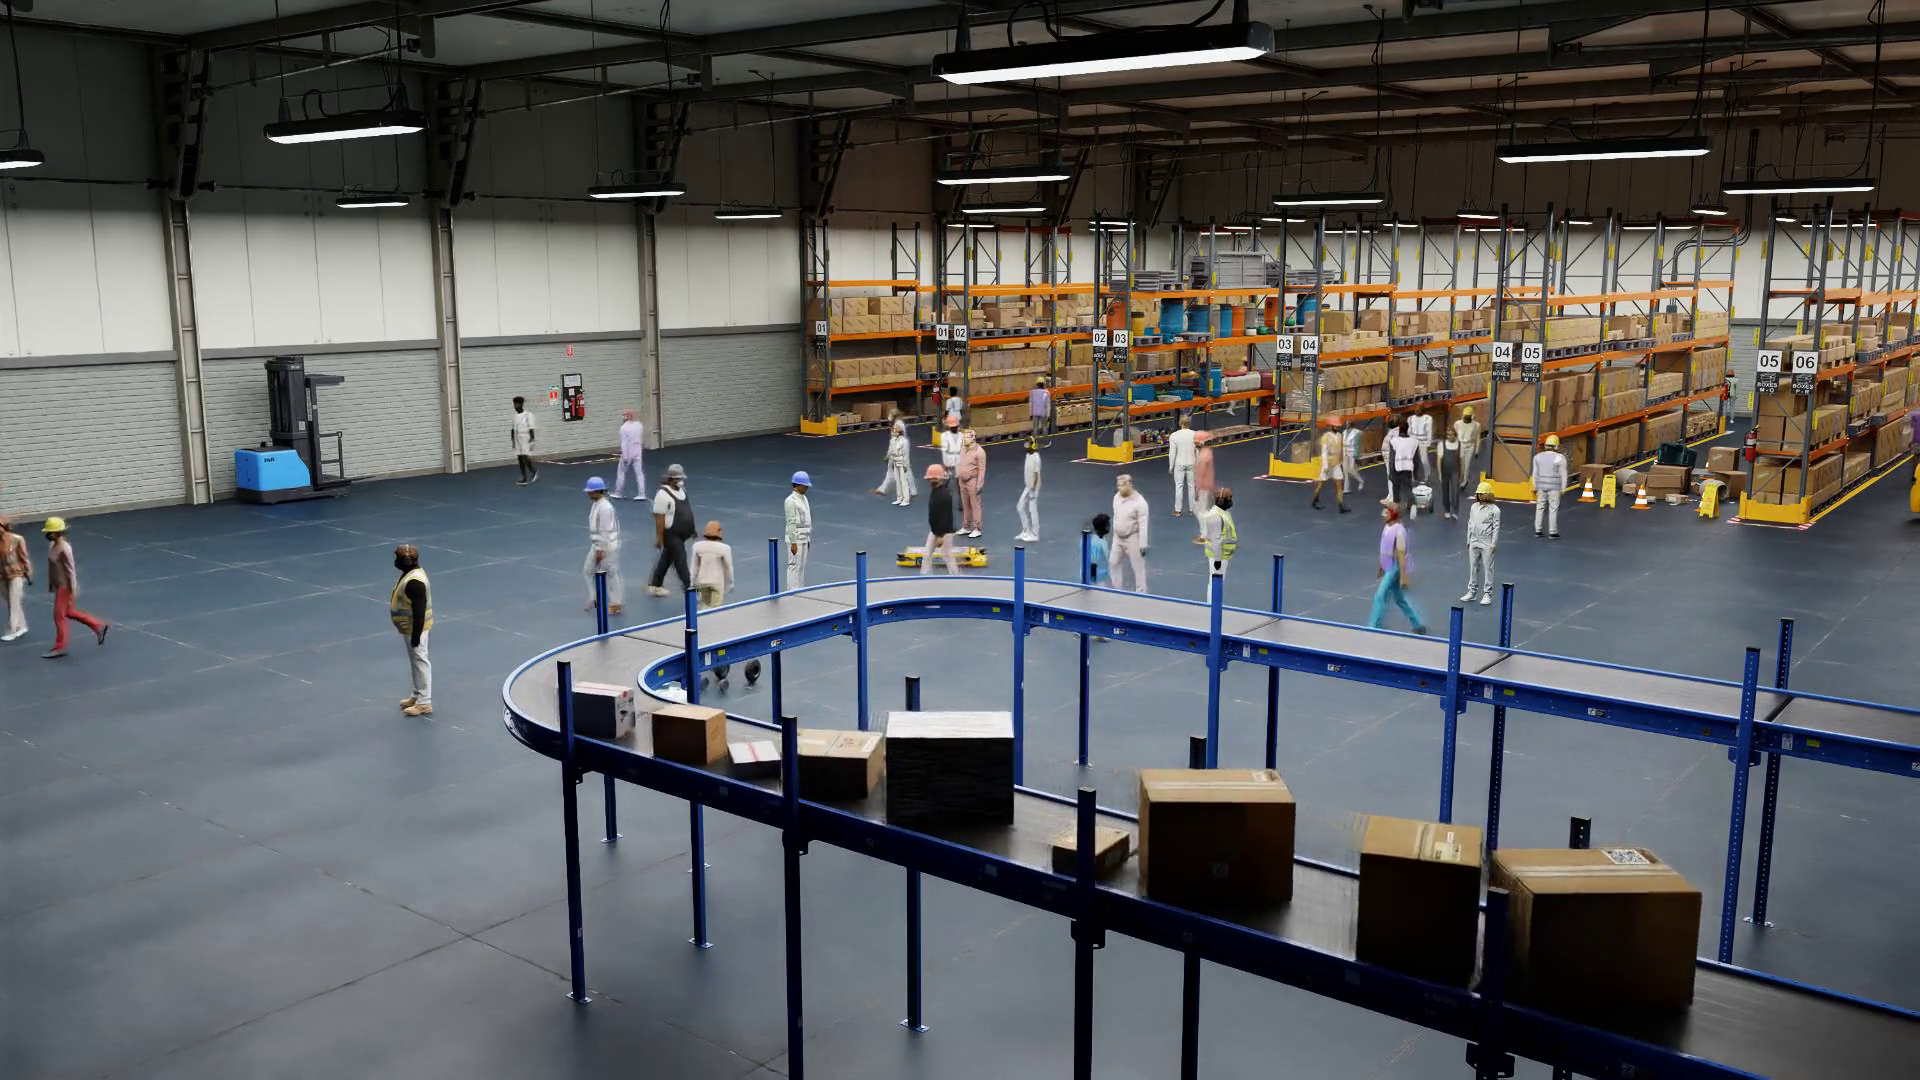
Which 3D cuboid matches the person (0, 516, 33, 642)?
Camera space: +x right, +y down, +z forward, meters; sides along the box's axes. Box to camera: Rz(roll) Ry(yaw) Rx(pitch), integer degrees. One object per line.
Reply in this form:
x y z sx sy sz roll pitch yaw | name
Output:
-12.275 0.503 20.086 0.540 1.601 0.790 1 10 3 | person

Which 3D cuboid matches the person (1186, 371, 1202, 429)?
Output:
6.699 -3.986 44.990 0.557 1.731 0.802 6 12 30 | person

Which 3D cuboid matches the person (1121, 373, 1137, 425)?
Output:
5.071 -4.157 46.348 0.532 1.593 0.804 7 12 34 | person

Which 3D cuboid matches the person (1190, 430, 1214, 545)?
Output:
4.160 -0.907 26.997 0.473 1.974 0.655 4 11 20 | person

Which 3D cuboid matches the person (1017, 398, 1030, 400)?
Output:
1.814 -4.158 45.681 0.509 1.849 0.793 8 13 39 | person

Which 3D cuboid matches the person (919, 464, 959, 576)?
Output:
-0.404 -0.115 22.613 0.955 1.950 0.639 -4 11 -22 | person

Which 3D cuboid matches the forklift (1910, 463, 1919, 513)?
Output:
19.034 -1.348 28.998 2.313 2.155 1.214 8 13 37 | forklift

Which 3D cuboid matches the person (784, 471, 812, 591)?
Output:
-2.266 -0.006 22.024 0.395 1.945 0.602 2 10 12 | person

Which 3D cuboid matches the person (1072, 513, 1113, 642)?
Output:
1.695 0.483 20.009 0.471 1.687 0.543 2 10 12 | person

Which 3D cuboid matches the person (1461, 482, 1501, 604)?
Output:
7.450 0.038 22.343 0.294 1.744 0.485 -8 13 -38 | person

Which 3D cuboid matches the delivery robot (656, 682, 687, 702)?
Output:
-3.041 1.709 16.140 0.477 0.478 0.707 3 11 18 | delivery robot

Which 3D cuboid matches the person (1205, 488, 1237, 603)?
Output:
3.519 0.209 21.107 0.429 1.841 0.633 3 10 16 | person

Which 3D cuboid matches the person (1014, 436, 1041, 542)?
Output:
1.159 -0.888 27.231 0.534 1.854 0.571 -4 11 -21 | person

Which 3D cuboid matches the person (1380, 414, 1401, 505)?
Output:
8.651 -1.606 31.320 0.429 1.845 0.627 2 10 8 | person

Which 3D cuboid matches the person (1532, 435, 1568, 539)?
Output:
10.404 -0.935 27.587 0.618 1.830 0.404 9 13 41 | person

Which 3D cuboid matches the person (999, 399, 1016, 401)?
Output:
1.385 -4.368 46.991 0.602 1.801 0.852 7 12 34 | person

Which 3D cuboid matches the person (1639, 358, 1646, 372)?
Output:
21.109 -4.677 48.391 0.559 1.909 0.735 -3 11 -19 | person

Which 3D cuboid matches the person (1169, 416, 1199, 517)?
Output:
4.307 -1.418 30.008 0.627 1.935 0.373 -1 10 -6 | person

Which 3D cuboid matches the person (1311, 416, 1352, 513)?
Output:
7.255 -1.495 30.593 0.566 1.887 1.014 -6 12 -30 | person

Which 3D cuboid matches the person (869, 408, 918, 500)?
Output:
-1.337 -1.761 32.088 1.042 1.874 0.630 0 10 -1 | person

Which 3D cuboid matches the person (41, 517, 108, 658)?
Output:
-11.065 0.554 19.427 0.735 1.743 0.526 -9 14 -43 | person

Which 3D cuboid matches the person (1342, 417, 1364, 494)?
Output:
8.241 -1.781 32.902 0.438 1.623 0.528 -5 11 -26 | person

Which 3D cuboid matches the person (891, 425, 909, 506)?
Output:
-1.198 -1.491 31.282 0.324 1.630 0.508 -7 12 -34 | person

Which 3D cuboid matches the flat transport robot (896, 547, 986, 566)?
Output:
-0.302 0.259 25.365 1.431 0.197 0.652 0 10 1 | flat transport robot

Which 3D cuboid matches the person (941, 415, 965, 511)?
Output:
-0.154 -1.551 30.944 0.538 1.886 1.031 -3 11 -19 | person

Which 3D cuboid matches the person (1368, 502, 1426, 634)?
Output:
5.622 0.394 20.189 0.953 1.805 0.586 0 10 1 | person

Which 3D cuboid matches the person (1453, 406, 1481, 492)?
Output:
10.836 -1.975 33.494 0.592 1.813 0.768 7 12 35 | person

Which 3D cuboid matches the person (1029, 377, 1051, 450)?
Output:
2.108 -3.307 40.790 0.607 1.881 0.892 4 11 20 | person

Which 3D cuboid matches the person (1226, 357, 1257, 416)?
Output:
8.959 -4.870 49.655 1.010 1.875 0.635 -4 11 -19 | person

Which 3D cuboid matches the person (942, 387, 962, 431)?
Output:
-0.232 -3.128 40.371 0.838 1.652 0.551 8 13 38 | person

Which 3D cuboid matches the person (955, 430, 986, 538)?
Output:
0.173 -1.006 27.758 0.407 1.910 0.640 -8 13 -37 | person

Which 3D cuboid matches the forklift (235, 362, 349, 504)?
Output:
-13.803 -2.244 32.110 1.129 2.768 1.873 8 13 37 | forklift

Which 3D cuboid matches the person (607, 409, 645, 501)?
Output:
-6.829 -1.748 32.060 0.946 1.867 0.650 7 12 34 | person

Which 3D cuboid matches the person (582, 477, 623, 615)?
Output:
-4.988 0.092 21.545 0.671 1.922 0.611 -6 12 -30 | person

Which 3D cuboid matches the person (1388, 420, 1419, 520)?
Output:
8.387 -1.316 29.524 0.604 1.902 0.730 -1 10 -8 | person

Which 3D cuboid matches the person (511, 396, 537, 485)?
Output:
-9.574 -2.175 34.206 0.630 1.949 0.417 5 11 27 | person

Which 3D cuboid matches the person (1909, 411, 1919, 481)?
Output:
21.357 -2.223 34.614 0.568 1.899 0.848 8 13 37 | person

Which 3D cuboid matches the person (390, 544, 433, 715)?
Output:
-5.921 0.955 16.909 0.430 1.845 0.620 -4 11 -23 | person

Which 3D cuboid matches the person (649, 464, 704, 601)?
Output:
-4.124 -0.140 22.626 1.034 2.000 0.692 3 10 15 | person

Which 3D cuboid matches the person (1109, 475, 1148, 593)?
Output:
2.342 0.025 22.037 0.644 1.876 0.742 -8 13 -39 | person

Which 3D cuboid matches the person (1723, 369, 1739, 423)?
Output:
23.303 -4.361 47.411 0.499 1.633 0.283 3 11 18 | person

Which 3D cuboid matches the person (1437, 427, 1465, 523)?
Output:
9.230 -1.238 29.428 0.509 1.776 1.032 3 10 14 | person

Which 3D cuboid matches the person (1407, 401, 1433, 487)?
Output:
10.045 -2.111 34.118 0.580 1.861 0.769 7 12 34 | person

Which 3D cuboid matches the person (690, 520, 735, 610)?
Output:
-3.126 0.552 19.801 0.547 1.612 0.504 2 10 11 | person

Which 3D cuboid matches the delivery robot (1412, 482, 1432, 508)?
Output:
9.095 -0.896 30.799 0.477 0.478 0.707 4 11 21 | delivery robot
